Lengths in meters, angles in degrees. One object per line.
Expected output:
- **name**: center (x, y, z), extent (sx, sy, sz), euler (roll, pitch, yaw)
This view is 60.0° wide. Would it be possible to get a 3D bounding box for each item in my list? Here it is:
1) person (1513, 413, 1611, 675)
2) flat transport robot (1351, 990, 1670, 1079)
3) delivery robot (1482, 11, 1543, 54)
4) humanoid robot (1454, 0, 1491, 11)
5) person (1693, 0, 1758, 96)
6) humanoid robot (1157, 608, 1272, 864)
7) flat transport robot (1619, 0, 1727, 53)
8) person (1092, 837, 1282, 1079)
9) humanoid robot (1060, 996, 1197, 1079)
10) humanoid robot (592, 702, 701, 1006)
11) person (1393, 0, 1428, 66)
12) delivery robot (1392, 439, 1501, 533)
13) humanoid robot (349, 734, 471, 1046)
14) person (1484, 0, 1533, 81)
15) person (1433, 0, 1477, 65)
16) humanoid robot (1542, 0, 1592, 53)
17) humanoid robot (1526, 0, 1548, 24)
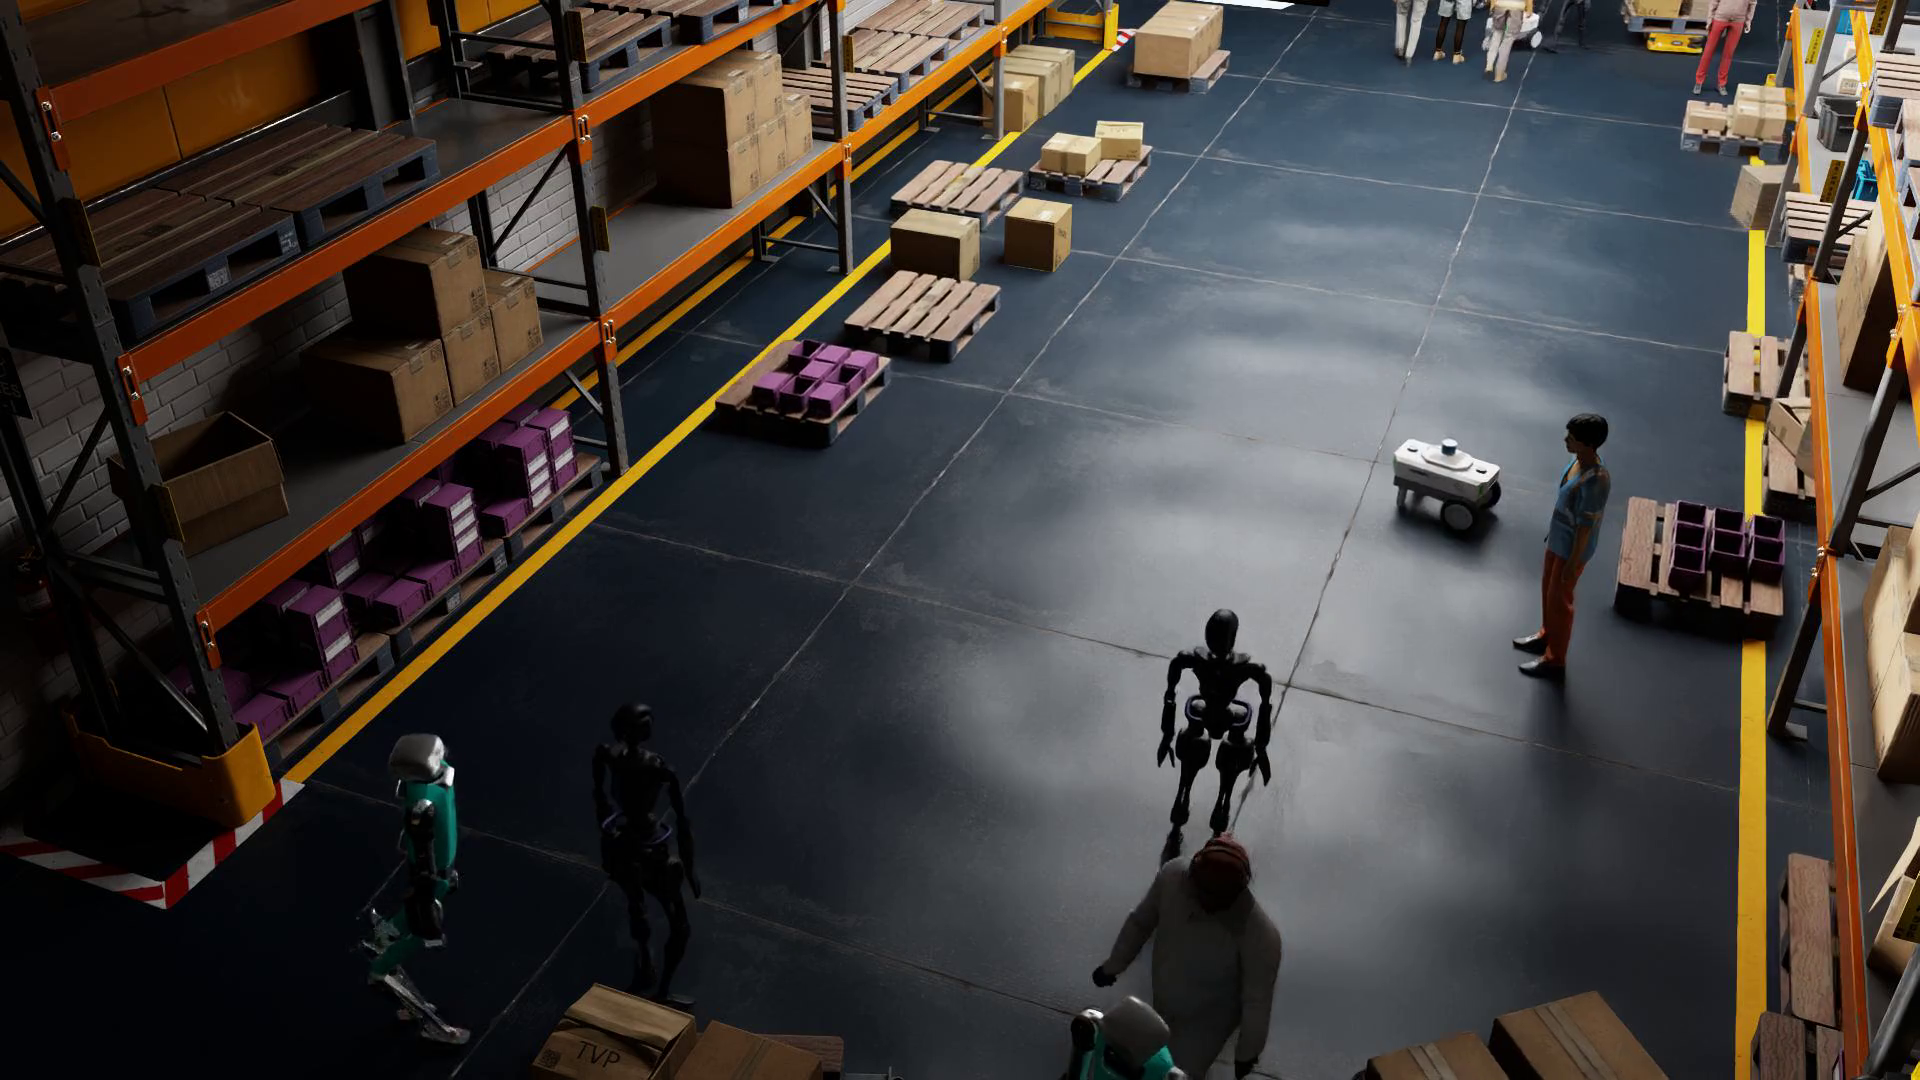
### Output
- **person**: center (3.714, 0.020, 10.191), extent (0.336, 1.757, 0.503), euler (3, 33, 5)
- **flat transport robot**: center (2.276, 2.853, 7.177), extent (0.659, 0.231, 1.431), euler (-10, 34, -15)
- **delivery robot**: center (7.169, -6.640, 21.596), extent (0.789, 0.587, 0.499), euler (-20, 38, -28)
- **humanoid robot**: center (6.994, -7.933, 22.540), extent (1.029, 1.731, 0.543), euler (-27, 41, -35)
- **person**: center (9.145, -6.164, 19.757), extent (0.524, 1.761, 0.334), euler (6, 33, 10)
- **humanoid robot**: center (1.340, 1.046, 8.677), extent (0.608, 1.651, 0.308), euler (9, 34, 13)
- **flat transport robot**: center (9.392, -6.746, 22.032), extent (0.659, 0.231, 1.431), euler (6, 33, 10)
- **person**: center (0.892, 1.983, 7.051), extent (0.658, 1.867, 0.748), euler (-14, 35, -20)
- **humanoid robot**: center (0.446, 2.534, 6.343), extent (0.578, 1.785, 0.889), euler (27, 41, 35)
- **humanoid robot**: center (-1.533, 1.518, 7.952), extent (0.589, 1.645, 0.454), euler (15, 36, 22)
- **person**: center (5.717, -6.958, 20.877), extent (0.558, 1.876, 0.669), euler (5, 33, 7)
- **delivery robot**: center (3.515, -0.445, 12.008), extent (0.757, 0.586, 0.523), euler (21, 39, 30)
- **humanoid robot**: center (-2.602, 1.648, 7.675), extent (0.752, 1.768, 0.532), euler (-3, 33, -5)
- **person**: center (6.731, -6.501, 20.283), extent (0.505, 1.748, 0.439), euler (19, 38, 27)
- **person**: center (6.256, -6.844, 20.869), extent (0.533, 1.693, 0.320), euler (26, 41, 34)
- **humanoid robot**: center (7.865, -7.018, 21.200), extent (0.746, 1.621, 0.602), euler (-16, 36, -23)
- **humanoid robot**: center (7.674, -7.433, 21.809), extent (0.610, 1.631, 0.489), euler (15, 36, 22)
